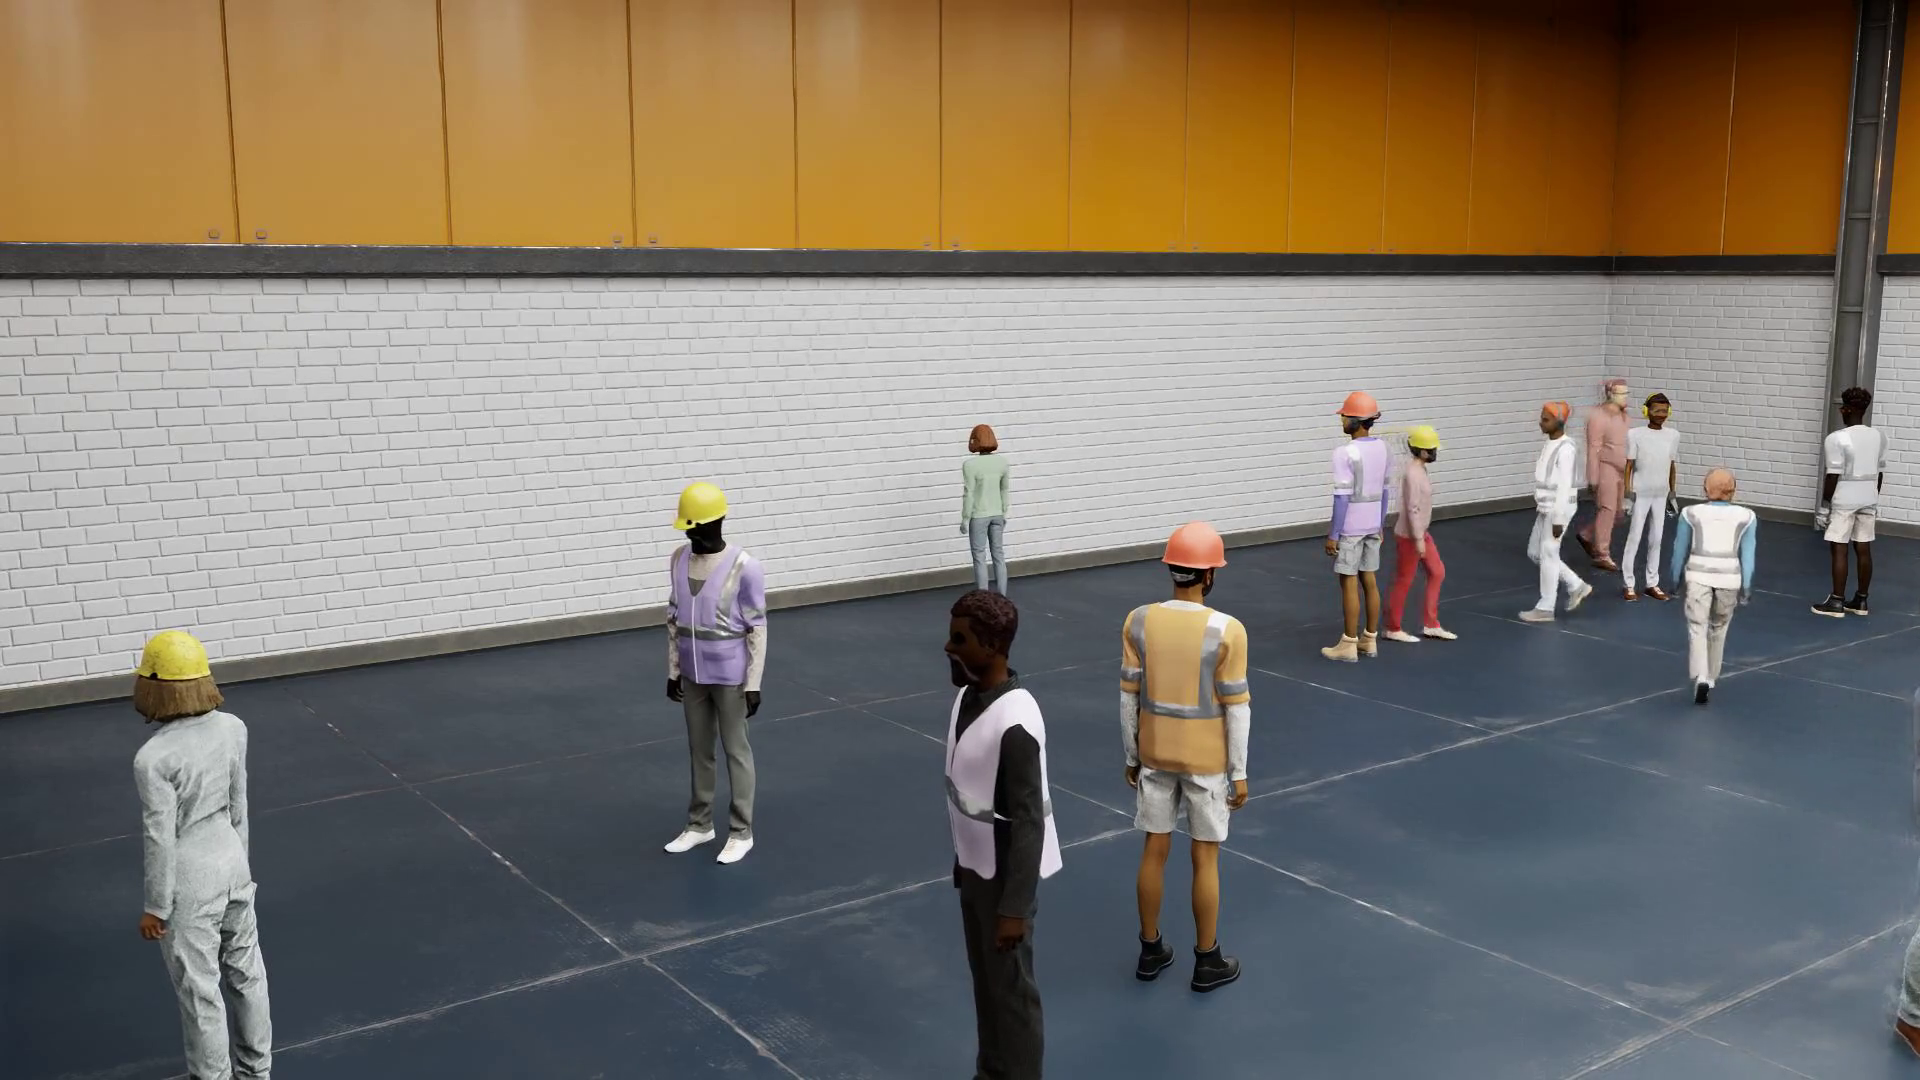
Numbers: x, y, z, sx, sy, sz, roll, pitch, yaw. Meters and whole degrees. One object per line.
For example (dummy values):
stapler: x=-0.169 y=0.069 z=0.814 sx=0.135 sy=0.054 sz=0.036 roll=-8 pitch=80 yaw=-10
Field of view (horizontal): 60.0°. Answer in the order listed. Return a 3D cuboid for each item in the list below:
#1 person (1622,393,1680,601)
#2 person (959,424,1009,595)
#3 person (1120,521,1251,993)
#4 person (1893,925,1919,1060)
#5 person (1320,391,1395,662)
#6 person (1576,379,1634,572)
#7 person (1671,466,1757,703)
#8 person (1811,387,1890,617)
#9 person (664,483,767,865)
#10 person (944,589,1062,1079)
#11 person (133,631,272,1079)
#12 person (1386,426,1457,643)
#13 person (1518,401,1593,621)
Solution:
person: x=6.177 y=-0.381 z=14.870 sx=0.513 sy=1.869 sz=0.328 roll=-1 pitch=9 yaw=-7
person: x=0.213 y=-0.185 z=14.377 sx=0.507 sy=1.631 sz=0.268 roll=-7 pitch=12 yaw=-38
person: x=0.938 y=0.883 z=6.860 sx=0.551 sy=1.935 sz=0.371 roll=5 pitch=11 yaw=30
person: x=3.691 y=1.085 z=5.821 sx=0.637 sy=1.876 sz=1.041 roll=-1 pitch=9 yaw=-3
person: x=2.993 y=-0.101 z=12.584 sx=0.613 sy=2.048 sz=0.362 roll=-7 pitch=12 yaw=-38
person: x=6.386 y=-0.649 z=16.423 sx=0.654 sy=1.899 sz=0.524 roll=-8 pitch=12 yaw=-40
person: x=5.182 y=0.301 z=11.454 sx=0.522 sy=1.614 sz=0.770 roll=3 pitch=10 yaw=17
person: x=7.589 y=-0.321 z=14.189 sx=0.607 sy=1.966 sz=0.373 roll=-2 pitch=10 yaw=-14
person: x=-1.236 y=0.659 z=8.305 sx=0.585 sy=1.916 sz=0.390 roll=6 pitch=11 yaw=32
person: x=0.123 y=1.105 z=5.543 sx=0.399 sy=1.920 sz=0.590 roll=-2 pitch=10 yaw=-15
person: x=-2.626 y=1.167 z=5.702 sx=0.305 sy=1.745 sz=0.483 roll=2 pitch=10 yaw=15
person: x=3.684 y=-0.027 z=13.064 sx=0.671 sy=1.734 sz=0.540 roll=4 pitch=10 yaw=24
person: x=5.019 y=-0.233 z=13.940 sx=0.514 sy=1.870 sz=0.608 roll=1 pitch=9 yaw=7
